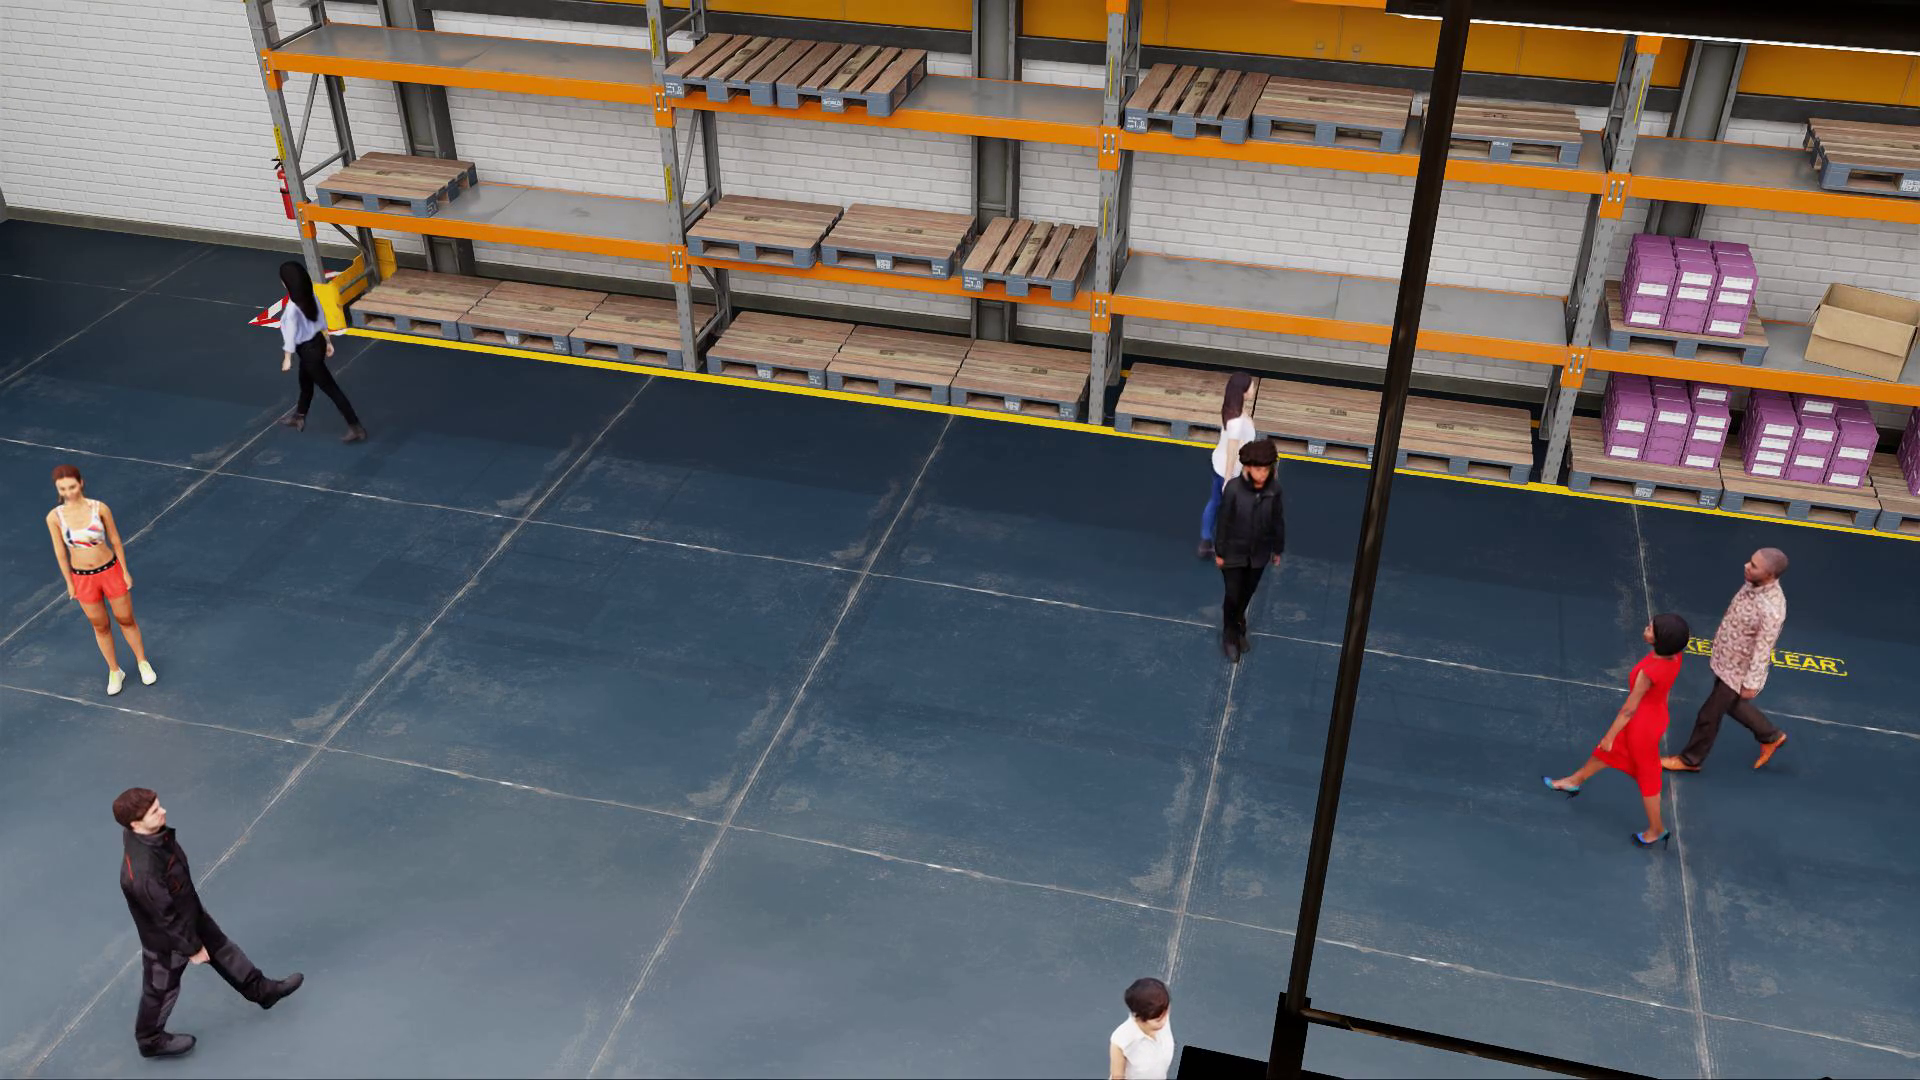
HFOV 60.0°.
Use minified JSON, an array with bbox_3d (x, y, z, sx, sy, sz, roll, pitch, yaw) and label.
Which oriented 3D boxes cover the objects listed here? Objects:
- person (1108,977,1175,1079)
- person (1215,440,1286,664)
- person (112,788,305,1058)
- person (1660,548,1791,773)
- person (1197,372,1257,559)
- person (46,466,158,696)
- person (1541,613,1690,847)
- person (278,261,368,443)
[{"bbox_3d":[0.861,2.717,8.181,0.644,1.553,0.633,25,41,33],"label":"person"},{"bbox_3d":[2.043,0.011,12.061,0.744,1.766,0.831,-8,34,-12],"label":"person"},{"bbox_3d":[-4.322,2.091,8.911,1.270,1.789,1.125,-11,35,-16],"label":"person"},{"bbox_3d":[5.158,0.825,10.820,1.061,1.783,0.728,6,34,9],"label":"person"},{"bbox_3d":[2.011,-0.529,12.961,0.790,1.670,0.734,0,34,-1],"label":"person"},{"bbox_3d":[-6.041,0.260,11.663,0.677,1.792,0.743,-15,37,-22],"label":"person"},{"bbox_3d":[4.299,1.228,10.288,1.177,1.701,0.896,24,40,31],"label":"person"},{"bbox_3d":[-5.557,-1.592,14.526,1.130,1.707,0.814,1,34,1],"label":"person"}]
